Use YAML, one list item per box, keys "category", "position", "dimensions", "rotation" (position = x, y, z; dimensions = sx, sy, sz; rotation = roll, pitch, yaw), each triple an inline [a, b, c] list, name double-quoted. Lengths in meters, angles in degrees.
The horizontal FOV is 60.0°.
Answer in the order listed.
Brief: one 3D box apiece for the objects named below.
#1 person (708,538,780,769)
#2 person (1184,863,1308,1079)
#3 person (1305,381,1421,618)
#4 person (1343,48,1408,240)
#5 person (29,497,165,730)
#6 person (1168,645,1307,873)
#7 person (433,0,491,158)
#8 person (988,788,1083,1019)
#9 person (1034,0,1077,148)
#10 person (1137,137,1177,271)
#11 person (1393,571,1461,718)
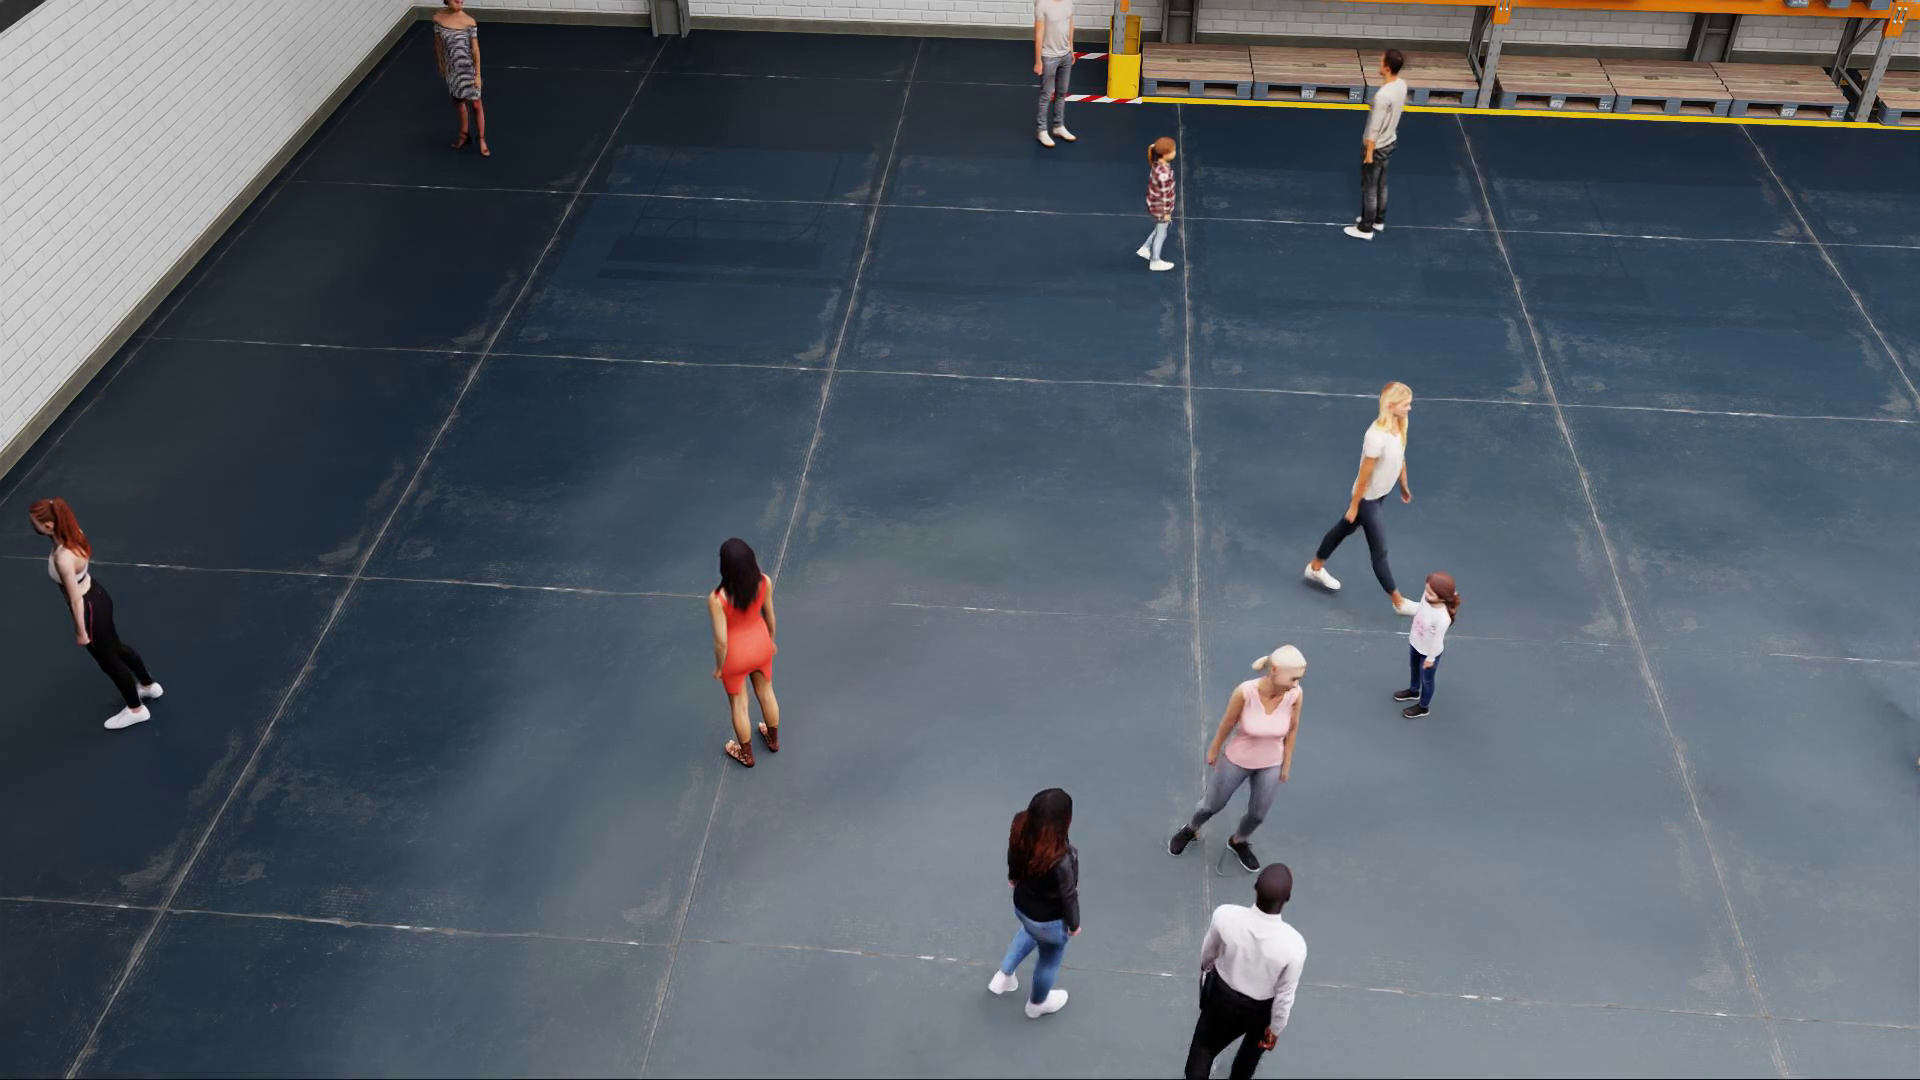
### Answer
- category: "person"
  position: [-1.295, 0.679, 10.023]
  dimensions: [0.657, 1.719, 0.723]
  rotation: [-26, 46, -29]
- category: "person"
  position: [1.313, 2.276, 7.950]
  dimensions: [1.153, 1.810, 0.959]
  rotation: [14, 41, 17]
- category: "person"
  position: [2.689, -0.313, 11.231]
  dimensions: [1.235, 1.761, 0.950]
  rotation: [21, 43, 24]
- category: "person"
  position: [3.898, -3.665, 15.389]
  dimensions: [0.728, 1.809, 0.731]
  rotation: [26, 45, 28]
- category: "person"
  position: [-5.366, 0.434, 10.310]
  dimensions: [0.698, 1.744, 0.684]
  rotation: [-12, 40, -15]
- category: "person"
  position: [1.612, 1.227, 9.367]
  dimensions: [0.532, 1.680, 0.855]
  rotation: [7, 39, 9]
- category: "person"
  position: [-5.043, -4.725, 16.726]
  dimensions: [0.544, 1.796, 0.815]
  rotation: [13, 40, 16]
- category: "person"
  position: [0.365, 1.915, 8.549]
  dimensions: [0.850, 1.626, 0.800]
  rotation: [-21, 43, -24]
- category: "person"
  position: [0.952, -4.959, 16.948]
  dimensions: [0.753, 1.886, 0.809]
  rotation: [-28, 47, -31]
- category: "person"
  position: [1.749, -3.030, 15.003]
  dimensions: [0.597, 1.299, 0.576]
  rotation: [-3, 39, -4]
- category: "person"
  position: [2.971, 0.651, 10.544]
  dimensions: [0.539, 1.112, 0.499]
  rotation: [-10, 40, -12]
